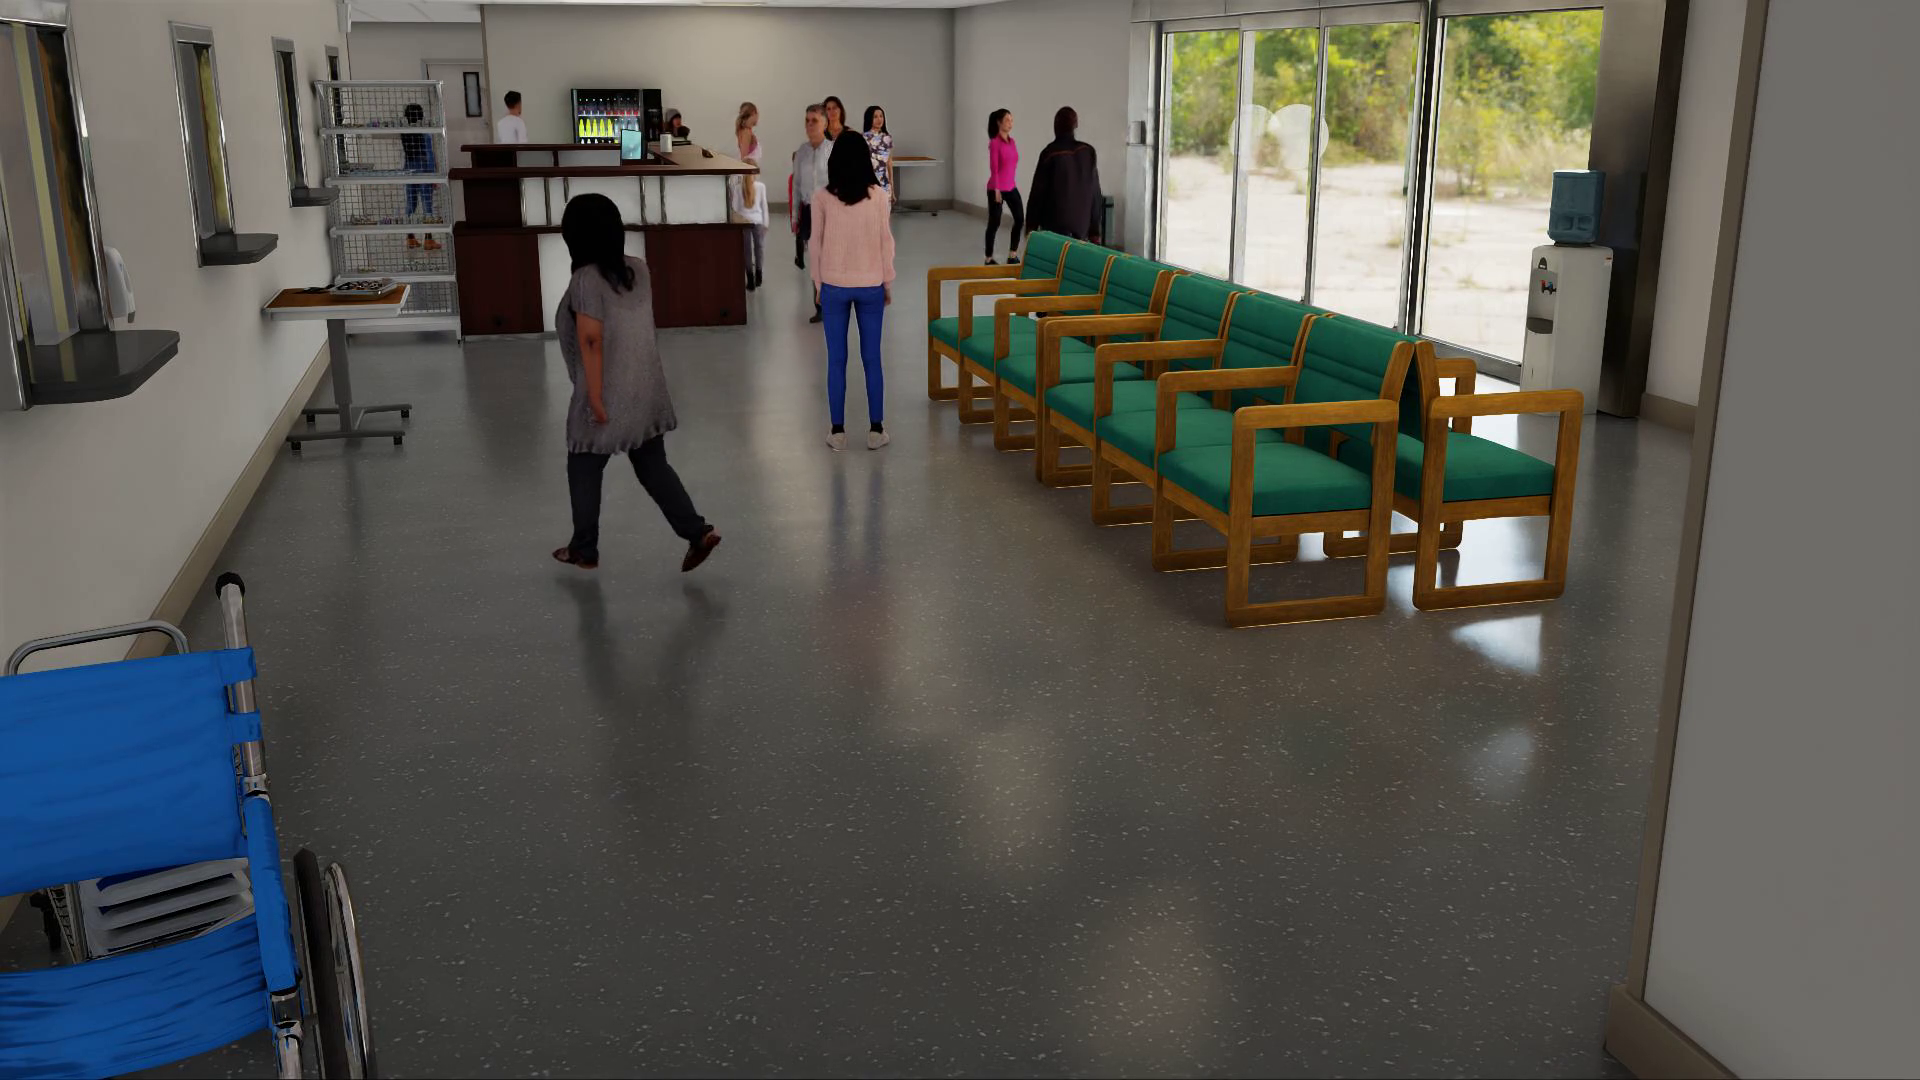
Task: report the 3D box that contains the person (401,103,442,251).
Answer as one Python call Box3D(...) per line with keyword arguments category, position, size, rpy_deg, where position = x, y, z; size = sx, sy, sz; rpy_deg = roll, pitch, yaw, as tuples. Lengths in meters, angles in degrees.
Box3D(category="person", position=(-6.497, -4.357, 19.945), size=(0.674, 1.707, 0.751), rpy_deg=(7, 17, 23))

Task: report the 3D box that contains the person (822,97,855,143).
Box3D(category="person", position=(-1.238, -3.492, 16.693), size=(0.992, 1.808, 0.615), rpy_deg=(-4, 16, -14))

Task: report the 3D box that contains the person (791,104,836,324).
Box3D(category="person", position=(-1.127, -2.744, 14.034), size=(0.783, 1.810, 0.866), rpy_deg=(5, 17, 18))

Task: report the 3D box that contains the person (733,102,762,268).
Box3D(category="person", position=(-2.322, -3.718, 17.594), size=(0.661, 1.753, 0.835), rpy_deg=(1, 16, 5))

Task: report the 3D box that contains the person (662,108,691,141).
Box3D(category="person", position=(-3.631, -4.594, 20.994), size=(1.054, 1.594, 1.065), rpy_deg=(13, 20, 38))

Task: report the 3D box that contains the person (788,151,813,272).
Box3D(category="person", position=(-1.599, -3.410, 17.435), size=(0.859, 1.246, 0.561), rpy_deg=(-4, 16, -14))

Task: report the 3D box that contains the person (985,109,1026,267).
Box3D(category="person", position=(0.372, -3.709, 17.690), size=(0.855, 1.683, 0.801), rpy_deg=(11, 19, 35))

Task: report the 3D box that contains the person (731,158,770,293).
Box3D(category="person", position=(-2.020, -3.037, 16.081), size=(0.698, 1.263, 0.586), rpy_deg=(-3, 16, -12))

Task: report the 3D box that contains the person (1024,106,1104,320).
Box3D(category="person", position=(0.857, -2.376, 12.771), size=(1.206, 1.787, 0.944), rpy_deg=(-8, 18, -26))

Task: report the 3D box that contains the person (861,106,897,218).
Box3D(category="person", position=(-0.881, -3.641, 17.359), size=(0.577, 1.733, 0.724), rpy_deg=(-11, 19, -34))

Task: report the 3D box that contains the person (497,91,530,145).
Box3D(category="person", position=(-5.402, -4.423, 19.966), size=(1.070, 1.823, 1.217), rpy_deg=(14, 21, 40))

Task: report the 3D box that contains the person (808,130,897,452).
Box3D(category="person", position=(-0.601, -1.390, 9.305), size=(0.553, 1.770, 0.744), rpy_deg=(-1, 16, -3))

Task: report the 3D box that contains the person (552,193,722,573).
Box3D(category="person", position=(-1.358, -0.612, 6.904), size=(1.085, 1.576, 1.051), rpy_deg=(10, 19, 31))
